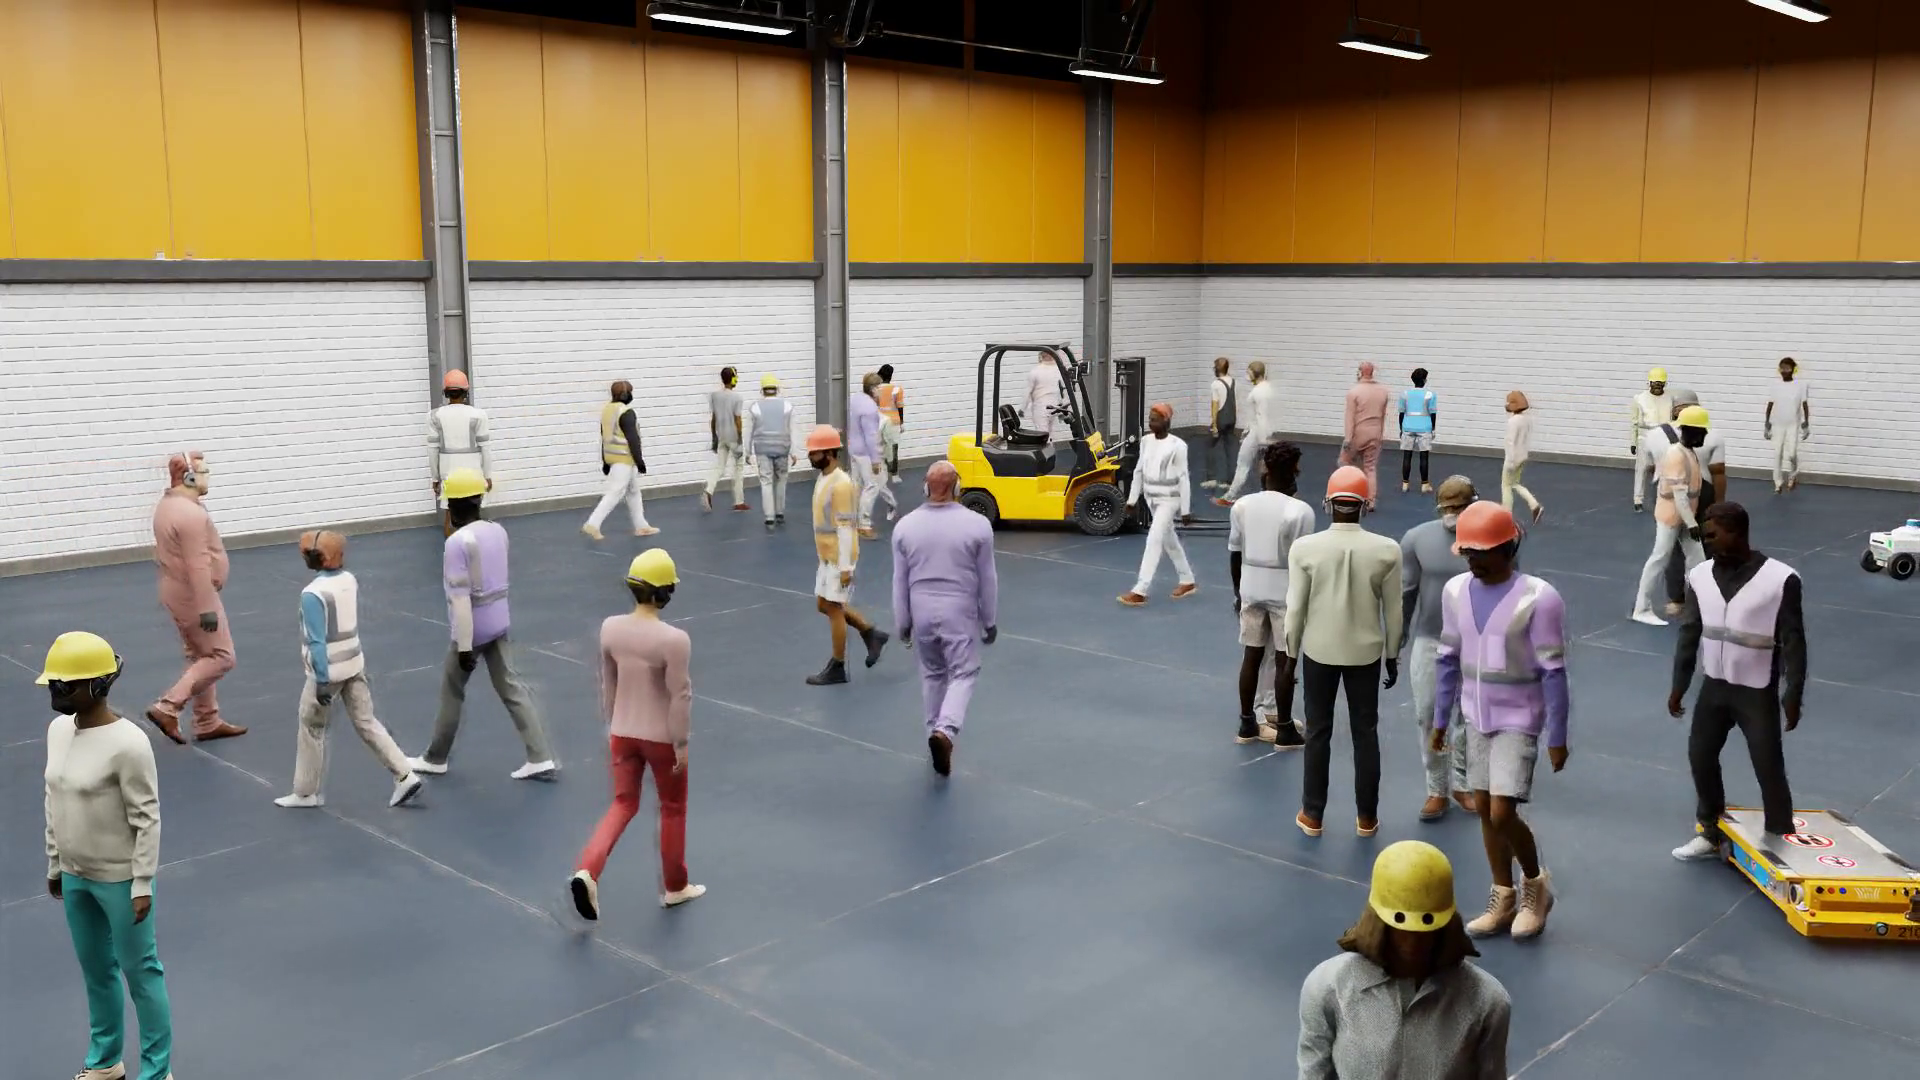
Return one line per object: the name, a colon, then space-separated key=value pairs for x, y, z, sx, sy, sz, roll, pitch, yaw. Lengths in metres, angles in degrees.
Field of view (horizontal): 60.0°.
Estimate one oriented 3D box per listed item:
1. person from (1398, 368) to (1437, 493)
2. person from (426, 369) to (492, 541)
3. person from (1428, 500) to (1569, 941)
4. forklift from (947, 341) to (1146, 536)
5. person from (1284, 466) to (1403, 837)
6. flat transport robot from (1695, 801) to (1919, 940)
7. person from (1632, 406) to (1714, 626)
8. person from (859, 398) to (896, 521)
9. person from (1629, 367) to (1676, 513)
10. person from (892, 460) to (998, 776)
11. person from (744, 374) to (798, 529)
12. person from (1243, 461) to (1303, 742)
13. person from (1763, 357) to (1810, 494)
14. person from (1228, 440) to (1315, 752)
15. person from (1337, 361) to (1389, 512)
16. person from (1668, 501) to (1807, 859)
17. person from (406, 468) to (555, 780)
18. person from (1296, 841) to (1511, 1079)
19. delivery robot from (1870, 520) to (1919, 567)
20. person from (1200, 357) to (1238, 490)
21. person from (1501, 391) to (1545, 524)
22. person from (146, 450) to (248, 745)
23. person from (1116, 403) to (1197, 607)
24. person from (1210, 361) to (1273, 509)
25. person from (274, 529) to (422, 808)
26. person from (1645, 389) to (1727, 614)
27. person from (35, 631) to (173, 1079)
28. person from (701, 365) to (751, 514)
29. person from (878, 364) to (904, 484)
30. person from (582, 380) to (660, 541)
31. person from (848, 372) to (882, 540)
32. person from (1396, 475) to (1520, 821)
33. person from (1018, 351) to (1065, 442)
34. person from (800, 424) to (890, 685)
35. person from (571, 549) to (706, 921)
person: x=6.215 y=-1.487 z=22.608 sx=0.532 sy=1.692 sz=0.322 roll=6 pitch=11 yaw=31
person: x=-4.942 y=-0.663 z=16.469 sx=0.608 sy=2.048 sz=0.364 roll=-1 pitch=9 yaw=-8
person: x=2.395 y=0.817 z=7.482 sx=0.472 sy=2.017 sz=0.636 roll=-6 pitch=11 yaw=-31
forklift: x=0.977 y=-1.223 z=19.452 sx=2.313 sy=2.155 sz=1.214 roll=2 pitch=9 yaw=11
person: x=2.045 y=0.597 z=8.903 sx=0.622 sy=1.992 sz=0.394 roll=1 pitch=9 yaw=6
flat transport robot: x=4.182 y=1.584 z=8.124 sx=0.652 sy=0.197 sz=1.431 roll=1 pitch=9 yaw=5
person: x=6.151 y=-0.174 z=13.979 sx=0.911 sy=1.890 sz=0.594 roll=8 pitch=12 yaw=40
person: x=-0.997 y=-0.941 z=19.505 sx=0.522 sy=1.611 sz=0.684 roll=4 pitch=10 yaw=23
person: x=8.638 y=-1.239 z=20.690 sx=0.590 sy=1.826 sz=0.403 roll=2 pitch=9 yaw=12
person: x=-0.106 y=0.466 z=10.036 sx=0.641 sy=1.887 sz=0.767 roll=3 pitch=10 yaw=18
person: x=-2.241 y=-1.061 z=19.646 sx=0.616 sy=1.796 sz=0.835 roll=-2 pitch=9 yaw=-11
person: x=2.046 y=0.365 z=10.797 sx=0.429 sy=1.844 sz=0.622 roll=7 pitch=11 yaw=36
person: x=11.121 y=-1.532 z=22.359 sx=0.573 sy=1.860 sz=0.395 roll=7 pitch=12 yaw=36
person: x=1.988 y=0.347 z=10.524 sx=0.613 sy=1.963 sz=0.362 roll=9 pitch=13 yaw=43
person: x=5.008 y=-1.301 z=20.871 sx=0.662 sy=1.888 sz=0.623 roll=-4 pitch=10 yaw=-24
person: x=3.944 y=0.745 z=8.361 sx=0.402 sy=1.877 sz=0.659 roll=-6 pitch=11 yaw=-31
person: x=-2.849 y=0.506 z=9.852 sx=1.006 sy=1.877 sz=0.609 roll=3 pitch=10 yaw=18
person: x=1.029 y=1.537 z=3.915 sx=0.492 sy=1.740 sz=0.324 roll=1 pitch=9 yaw=8
delivery robot: x=9.393 y=0.041 z=16.427 sx=0.707 sy=0.478 sz=0.477 roll=-1 pitch=9 yaw=-7
person: x=3.588 y=-1.598 z=22.899 sx=0.525 sy=1.820 sz=0.656 roll=-6 pitch=11 yaw=-32
person: x=6.511 y=-0.931 z=19.394 sx=0.525 sy=1.620 sz=0.512 roll=8 pitch=12 yaw=41
person: x=-4.871 y=0.378 z=10.540 sx=0.517 sy=1.894 sz=0.663 roll=-7 pitch=11 yaw=-36
person: x=1.833 y=-0.331 z=15.115 sx=0.979 sy=1.838 sz=0.583 roll=-5 pitch=10 yaw=-28
person: x=3.721 y=-1.317 z=20.992 sx=0.991 sy=1.894 sz=0.639 roll=3 pitch=10 yaw=18
person: x=-3.438 y=0.727 z=9.295 sx=0.813 sy=1.608 sz=0.529 roll=2 pitch=9 yaw=10
person: x=6.463 y=-0.384 z=14.781 sx=0.720 sy=2.000 sz=0.791 roll=7 pitch=12 yaw=38
person: x=-3.077 y=1.192 z=5.952 sx=0.524 sy=1.769 sz=0.314 roll=4 pitch=10 yaw=25
person: x=-2.920 y=-1.242 z=20.646 sx=0.527 sy=1.845 sz=0.790 roll=5 pitch=11 yaw=28
person: x=-1.036 y=-1.635 z=23.522 sx=0.531 sy=1.694 sz=0.320 roll=3 pitch=10 yaw=18
person: x=-3.849 y=-0.897 z=18.666 sx=0.941 sy=1.809 sz=0.617 roll=-6 pitch=11 yaw=-31
person: x=-1.087 y=-0.938 z=18.629 sx=0.439 sy=1.900 sz=0.689 roll=-2 pitch=9 yaw=-12
person: x=2.724 y=0.592 z=9.152 sx=0.691 sy=1.919 sz=0.496 roll=4 pitch=10 yaw=21
person: x=1.217 y=-1.972 z=25.061 sx=0.646 sy=1.863 sz=0.864 roll=-7 pitch=11 yaw=-35
person: x=-0.846 y=0.104 z=12.156 sx=0.642 sy=1.924 sz=0.559 roll=-4 pitch=10 yaw=-22
person: x=-1.498 y=0.916 z=7.722 sx=0.526 sy=1.751 sz=0.689 roll=5 pitch=10 yaw=27
